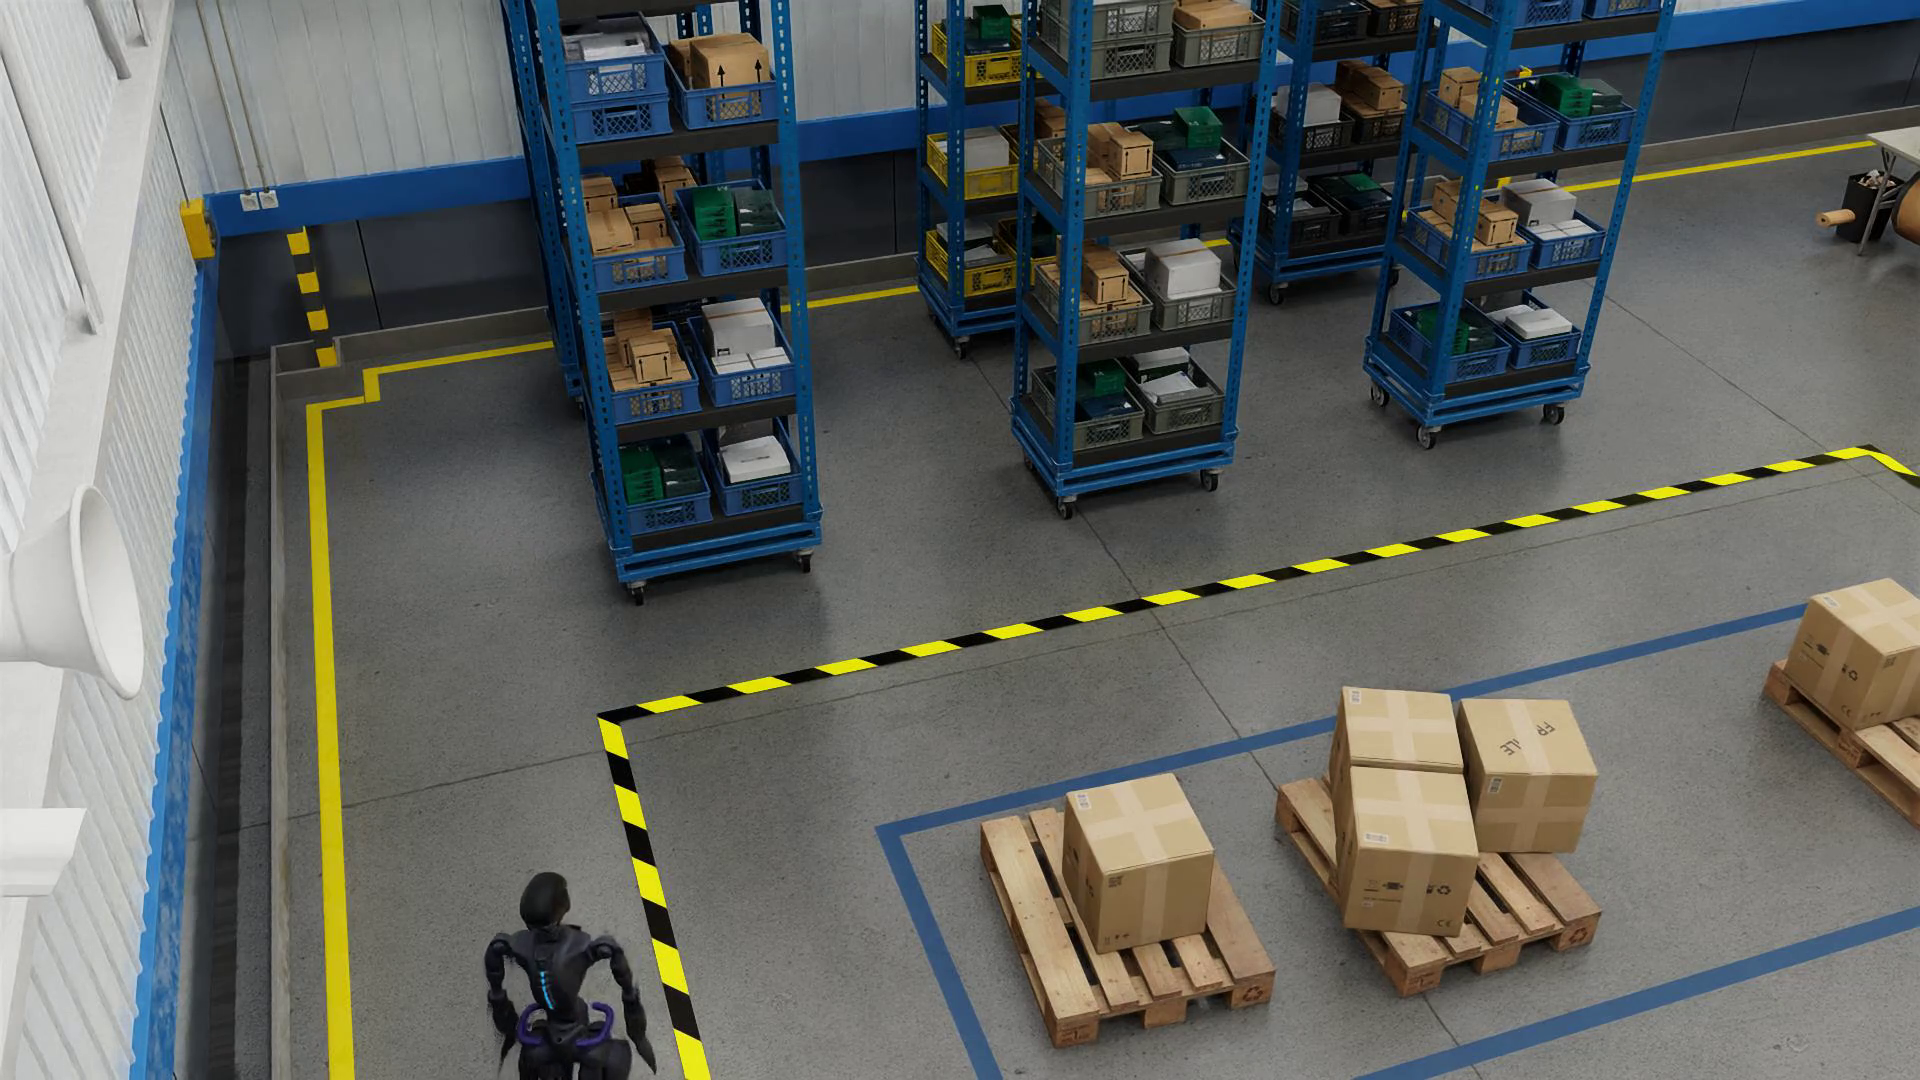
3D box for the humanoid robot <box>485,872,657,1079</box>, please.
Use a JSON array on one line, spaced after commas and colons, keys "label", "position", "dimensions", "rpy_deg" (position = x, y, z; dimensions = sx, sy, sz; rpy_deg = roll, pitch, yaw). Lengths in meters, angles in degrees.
[{"label": "humanoid robot", "position": [-1.444, 1.866, 6.175], "dimensions": [0.599, 1.657, 0.315], "rpy_deg": [2, 35, 3]}]
